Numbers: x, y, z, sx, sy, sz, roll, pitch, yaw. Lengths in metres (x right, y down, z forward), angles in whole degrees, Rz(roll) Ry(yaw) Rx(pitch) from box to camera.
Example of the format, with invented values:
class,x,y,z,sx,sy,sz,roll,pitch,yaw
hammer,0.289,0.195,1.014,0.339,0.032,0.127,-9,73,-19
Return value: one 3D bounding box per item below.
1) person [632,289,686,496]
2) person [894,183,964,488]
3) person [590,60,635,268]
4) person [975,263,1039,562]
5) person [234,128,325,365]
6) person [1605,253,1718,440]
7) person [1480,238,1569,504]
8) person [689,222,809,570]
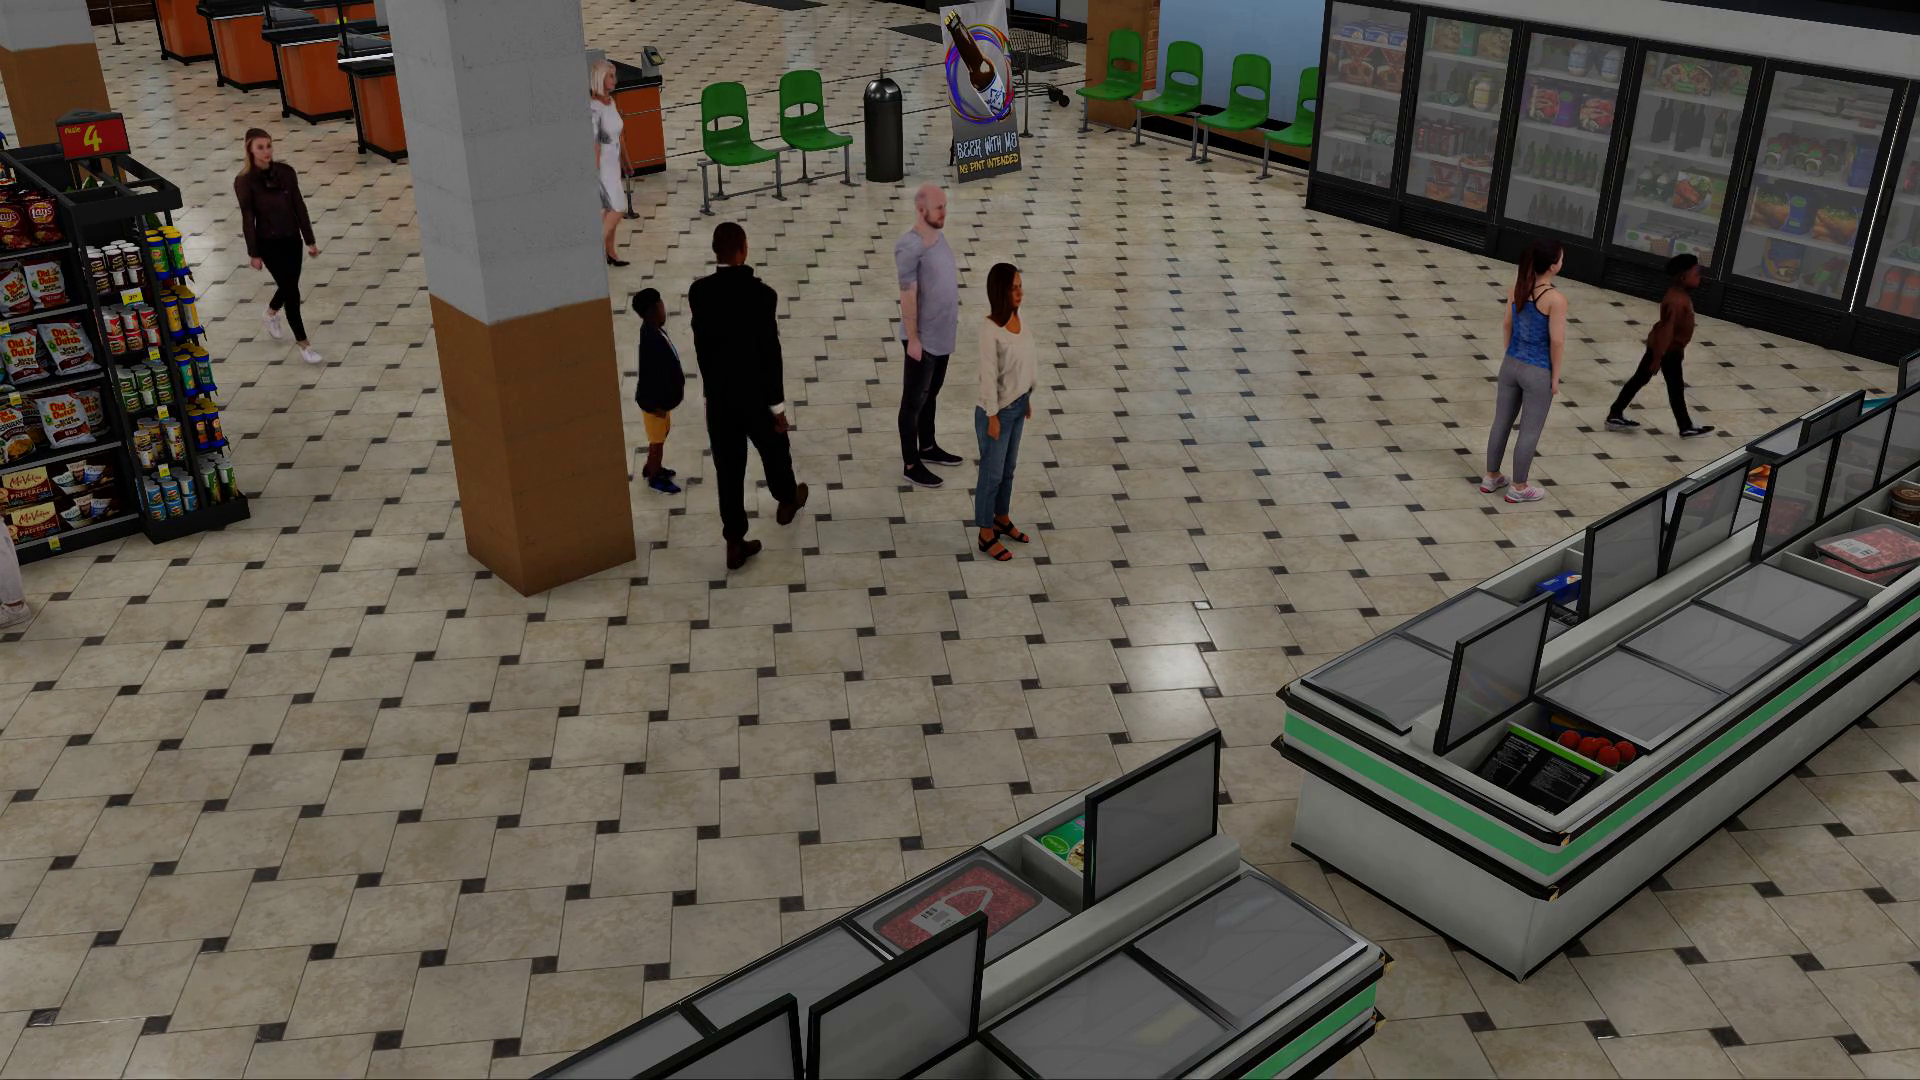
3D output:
class,x,y,z,sx,sy,sz,roll,pitch,yaw
person,-1.832,-0.880,10.007,0.675,1.250,0.634,4,27,8
person,-0.202,-1.262,10.108,0.820,1.839,0.700,10,29,19
person,-3.032,-3.120,13.883,0.753,1.738,0.692,3,27,6
person,0.229,-0.725,9.223,0.746,1.683,0.606,14,30,25
person,-4.947,-2.134,12.014,0.821,1.671,1.075,19,33,33
person,4.486,-1.237,10.749,0.863,1.215,0.913,9,28,18
person,3.365,-1.005,9.856,0.565,1.610,0.588,-16,31,-29
person,-1.231,-0.737,9.043,1.128,1.866,1.267,7,28,14
